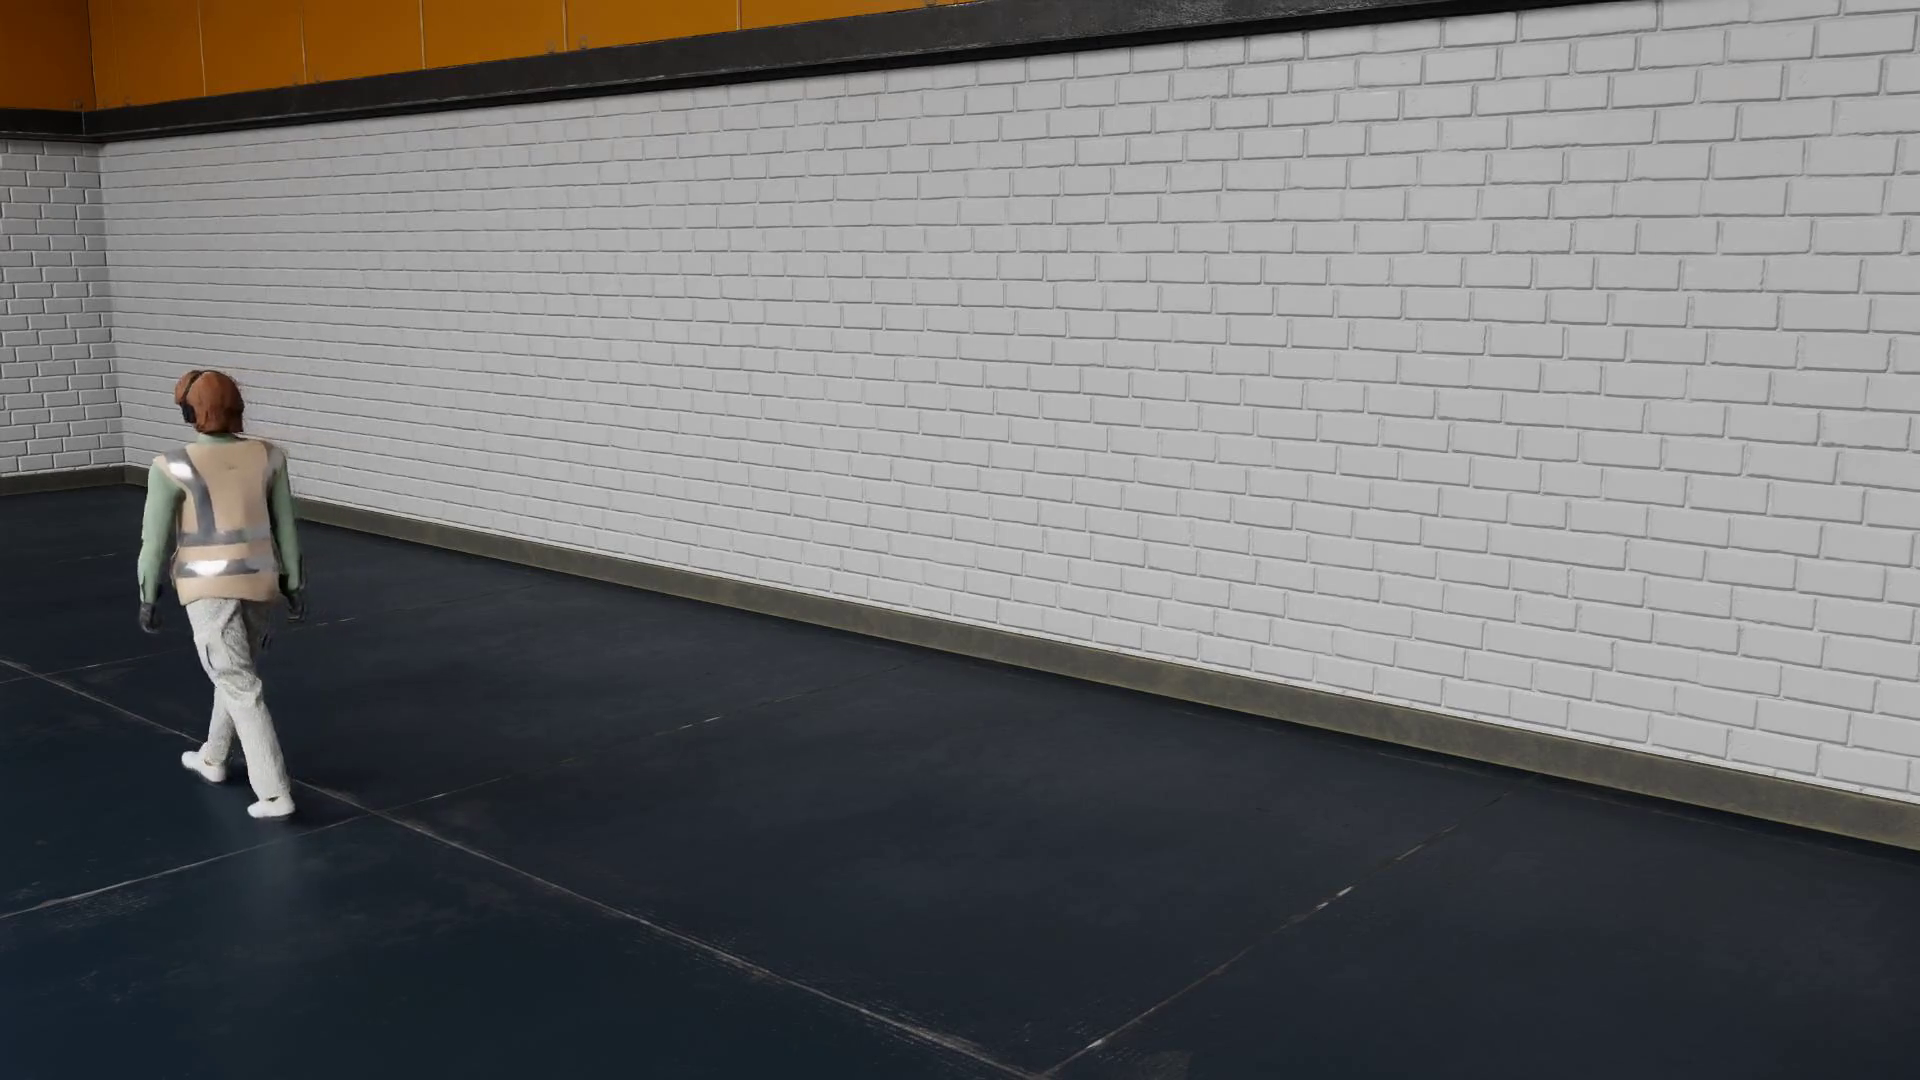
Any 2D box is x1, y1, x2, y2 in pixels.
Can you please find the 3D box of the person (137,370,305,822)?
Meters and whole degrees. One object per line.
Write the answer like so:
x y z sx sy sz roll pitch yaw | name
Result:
-2.656 0.188 5.970 0.856 1.586 0.536 7 12 35 | person
